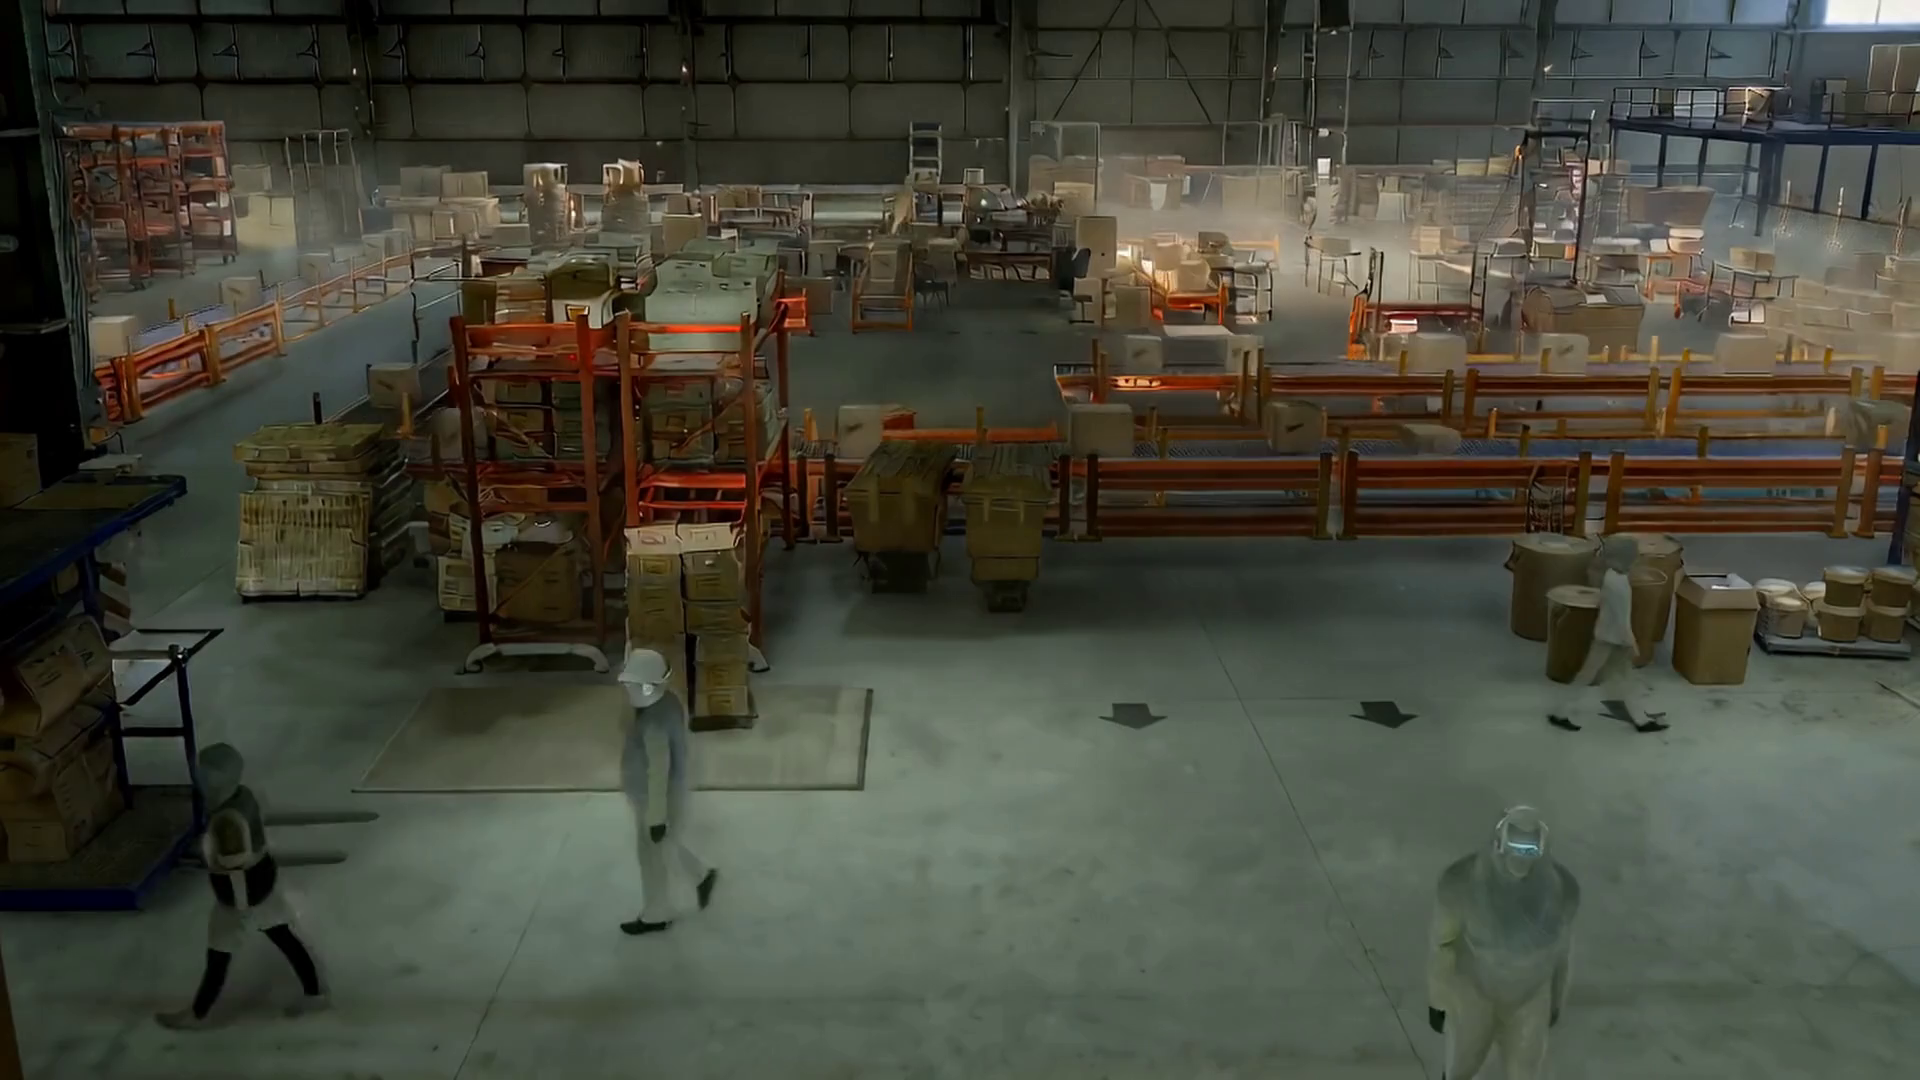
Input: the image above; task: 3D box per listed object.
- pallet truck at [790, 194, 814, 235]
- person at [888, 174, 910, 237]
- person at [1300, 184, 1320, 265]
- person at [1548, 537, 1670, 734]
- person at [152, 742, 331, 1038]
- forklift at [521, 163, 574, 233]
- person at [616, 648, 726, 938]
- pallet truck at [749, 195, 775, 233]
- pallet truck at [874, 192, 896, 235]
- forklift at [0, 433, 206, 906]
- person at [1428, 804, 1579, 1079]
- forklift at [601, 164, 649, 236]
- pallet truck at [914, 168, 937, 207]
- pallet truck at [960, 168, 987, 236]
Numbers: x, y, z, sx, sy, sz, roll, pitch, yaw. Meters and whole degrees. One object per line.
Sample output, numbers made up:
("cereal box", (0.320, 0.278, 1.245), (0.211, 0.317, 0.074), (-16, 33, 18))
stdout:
("pallet truck", (-4.814, -9.883, 50.259), (0.704, 1.261, 1.522), (-1, 16, -3))
("person", (-1.668, -9.926, 49.425), (0.998, 1.858, 0.666), (2, 16, 6))
("person", (9.004, -8.117, 42.783), (0.374, 2.043, 0.612), (10, 19, 31))
("person", (5.030, 0.747, 12.791), (0.896, 1.584, 0.500), (6, 17, 21))
("person", (-3.856, 1.851, 8.834), (0.894, 1.643, 0.543), (-2, 16, -7))
("forklift", (-12.233, -10.122, 49.298), (1.157, 1.987, 2.680), (0, 16, -1))
("person", (-1.742, 1.484, 9.808), (0.555, 1.818, 0.610), (-1, 16, -4))
("pallet truck", (-6.051, -9.967, 50.660), (0.680, 1.201, 1.601), (0, 16, -1))
("pallet truck", (-2.277, -9.986, 50.594), (0.653, 1.274, 1.630), (0, 16, -1))
("forklift", (-5.952, 0.780, 10.366), (1.873, 2.768, 1.129), (0, 16, -1))
("person", (2.481, 2.064, 7.678), (0.651, 1.885, 0.791), (2, 16, 8))
("forklift", (-9.948, -10.127, 49.296), (1.157, 1.987, 2.680), (-1, 16, -3))
("pallet truck", (-0.989, -10.316, 50.507), (0.823, 1.965, 1.885), (1, 16, 3))
("pallet truck", (0.383, -10.230, 50.206), (0.823, 1.965, 1.885), (-1, 16, -3))
